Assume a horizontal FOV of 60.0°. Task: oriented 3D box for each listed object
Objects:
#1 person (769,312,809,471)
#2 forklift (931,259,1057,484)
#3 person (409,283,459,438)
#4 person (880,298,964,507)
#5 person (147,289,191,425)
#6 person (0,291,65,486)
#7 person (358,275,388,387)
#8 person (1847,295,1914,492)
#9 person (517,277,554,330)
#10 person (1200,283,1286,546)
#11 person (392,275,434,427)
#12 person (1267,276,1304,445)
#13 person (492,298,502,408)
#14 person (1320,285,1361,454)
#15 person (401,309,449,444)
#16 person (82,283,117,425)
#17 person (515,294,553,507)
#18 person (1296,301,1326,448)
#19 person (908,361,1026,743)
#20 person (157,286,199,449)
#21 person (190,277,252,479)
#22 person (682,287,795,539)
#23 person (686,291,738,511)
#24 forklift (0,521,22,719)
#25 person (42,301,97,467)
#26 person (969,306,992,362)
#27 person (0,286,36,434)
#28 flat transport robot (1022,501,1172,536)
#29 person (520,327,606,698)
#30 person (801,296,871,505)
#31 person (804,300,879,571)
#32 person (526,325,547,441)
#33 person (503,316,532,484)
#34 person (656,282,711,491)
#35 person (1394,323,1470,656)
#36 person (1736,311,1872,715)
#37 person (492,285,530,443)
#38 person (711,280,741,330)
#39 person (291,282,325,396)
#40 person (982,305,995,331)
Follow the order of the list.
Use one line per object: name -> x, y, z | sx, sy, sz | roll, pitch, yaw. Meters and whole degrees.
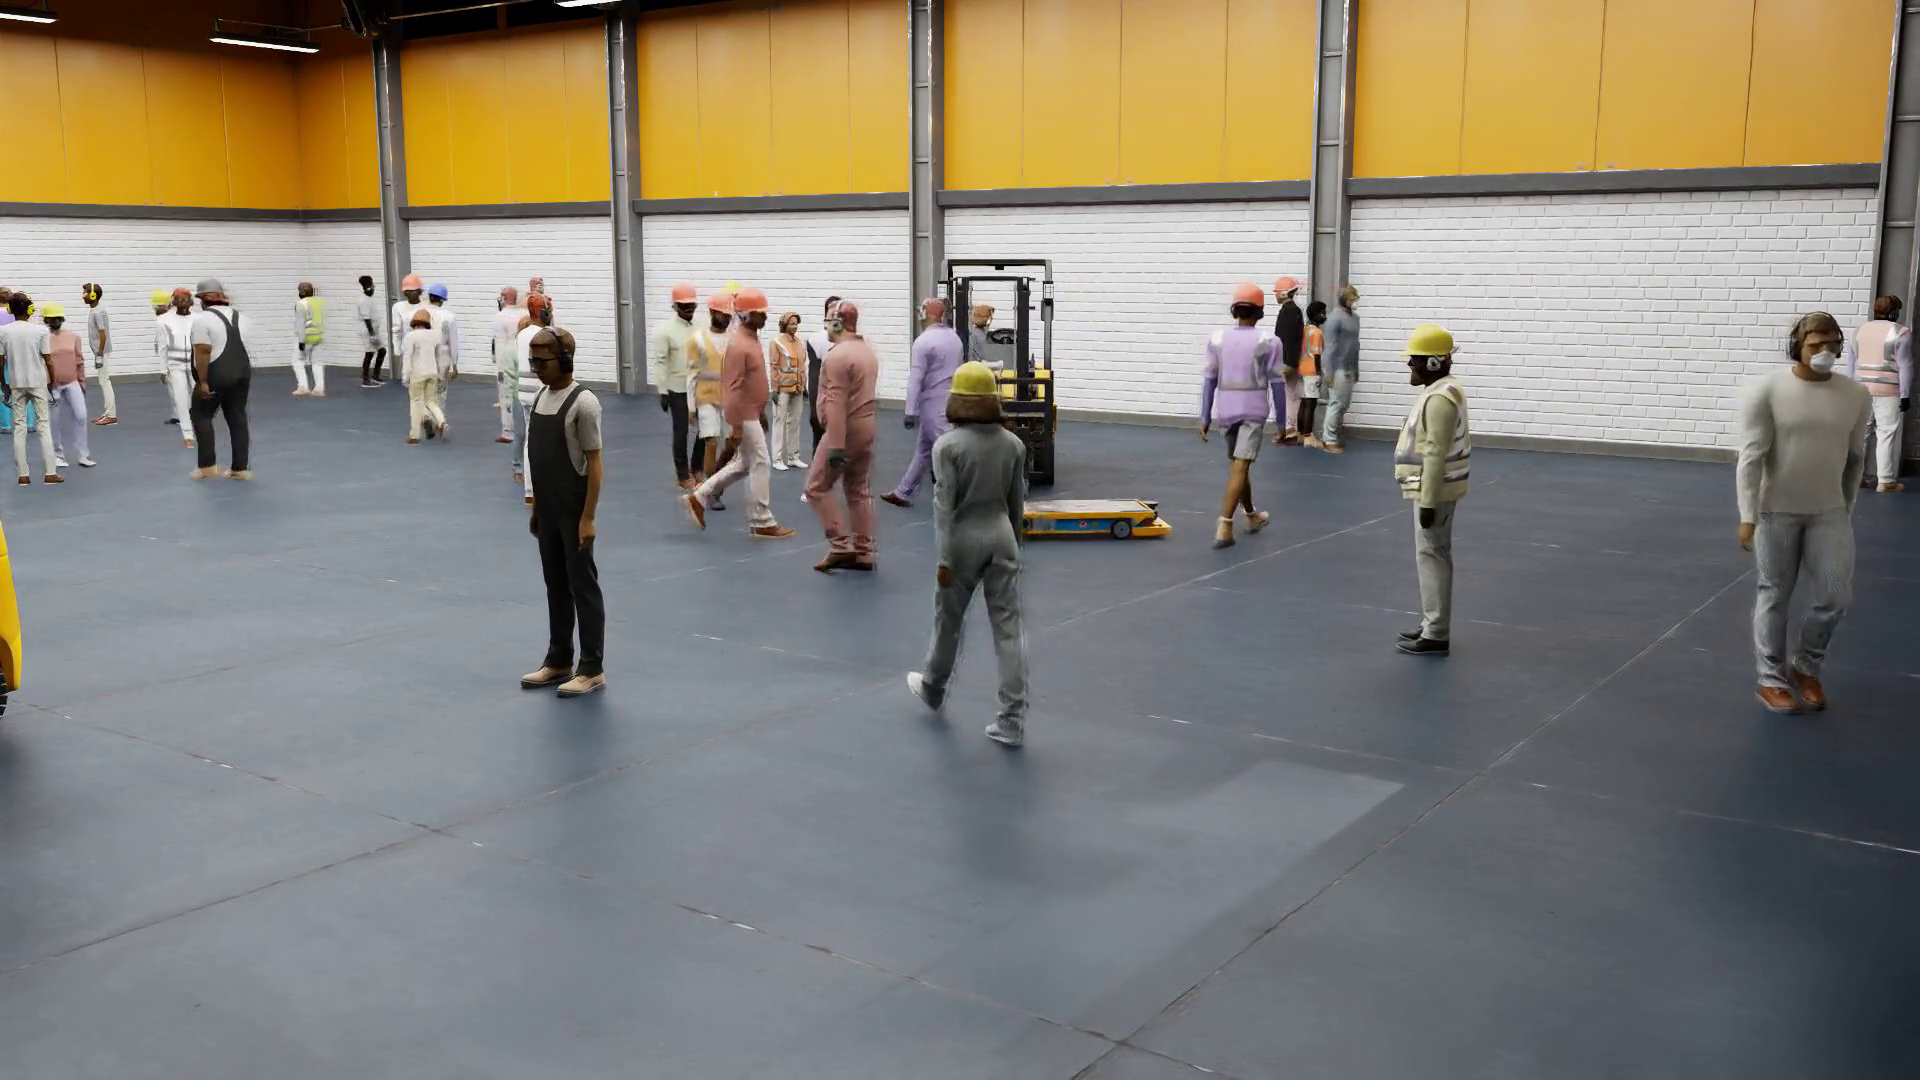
person -> -1.773, -1.544, 17.254 | 0.310, 1.638, 0.523 | 8, 12, 38
forklift -> 0.370, -1.738, 16.759 | 1.214, 2.155, 2.313 | 1, 10, 3
person -> -6.477, -2.199, 20.408 | 0.625, 1.899, 0.883 | -2, 10, -11
person -> -0.247, -1.163, 14.372 | 1.026, 1.842, 0.664 | 5, 11, 27
person -> -10.355, -2.380, 21.793 | 0.447, 1.793, 0.629 | -3, 10, -16
person -> -8.978, -1.456, 16.039 | 0.513, 1.872, 0.328 | -3, 10, -15
person -> -10.061, -3.550, 28.393 | 0.456, 1.914, 0.712 | 0, 10, 1
person -> 8.666, -1.377, 15.654 | 0.430, 1.845, 0.619 | -5, 11, -27
person -> -6.641, -3.176, 26.191 | 0.643, 1.905, 0.399 | 4, 10, 24
person -> 2.200, -0.971, 12.803 | 0.628, 1.987, 1.077 | 6, 11, 33
person -> -7.150, -2.507, 21.996 | 0.623, 1.996, 1.048 | 1, 10, 4
person -> 3.828, -2.097, 19.525 | 0.471, 1.976, 0.656 | 5, 11, 28
person -> -6.511, -2.714, 24.165 | 0.826, 1.667, 0.531 | 6, 11, 31
person -> 4.254, -1.912, 18.701 | 0.536, 1.904, 0.695 | 7, 12, 36
person -> -6.286, -1.923, 19.595 | 0.538, 1.605, 0.560 | 7, 12, 36
person -> -11.375, -2.448, 21.964 | 0.328, 1.869, 0.517 | -5, 11, -27
person -> -3.661, -1.199, 14.494 | 0.349, 1.879, 0.578 | -7, 12, -36
person -> 4.094, -1.923, 19.329 | 0.321, 1.698, 0.537 | -1, 10, -3
person -> 0.053, 0.035, 7.641 | 0.505, 1.693, 0.901 | -5, 11, -26
person -> -8.919, -1.982, 19.185 | 0.583, 1.871, 0.432 | -5, 11, -27
person -> -7.342, -1.612, 16.462 | 0.650, 2.000, 0.701 | 4, 10, 25
person -> -1.741, -0.976, 12.893 | 0.821, 1.967, 0.617 | 0, 10, 0
person -> -2.146, -1.228, 14.585 | 0.581, 1.911, 0.633 | -4, 10, -24
forklift -> -5.296, -0.090, 6.943 | 1.214, 2.155, 2.313 | 7, 12, 35
person -> -9.317, -1.603, 17.287 | 0.738, 1.734, 0.543 | 8, 12, 40
person -> 0.212, -2.062, 20.414 | 0.440, 1.621, 0.500 | 6, 11, 30
person -> -11.873, -2.238, 20.770 | 0.564, 1.846, 0.390 | -7, 12, -37
flat transport robot -> 0.907, -0.175, 13.164 | 1.431, 0.197, 0.652 | -1, 10, -5
person -> -1.980, -0.140, 8.297 | 0.505, 1.840, 0.346 | 8, 13, 40
person -> -1.058, -1.197, 14.565 | 0.611, 1.866, 1.017 | -6, 11, -32
person -> -0.837, -0.708, 11.532 | 0.517, 1.886, 0.669 | 4, 10, 20
person -> -4.328, -1.546, 17.318 | 0.549, 1.607, 0.728 | -8, 12, -39
person -> -4.194, -1.368, 16.222 | 0.507, 1.631, 0.268 | -6, 11, -32
person -> -2.532, -1.420, 15.553 | 0.665, 1.967, 0.492 | -7, 12, -34
person -> 2.595, -0.277, 9.174 | 0.403, 1.823, 0.596 | 3, 10, 17
person -> 3.977, -0.111, 7.870 | 0.636, 1.923, 0.443 | 1, 10, 5
person -> -5.178, -2.058, 19.625 | 0.798, 1.880, 0.654 | 6, 11, 32
person -> -2.997, -2.473, 21.966 | 0.596, 1.910, 0.411 | -1, 10, -5
person -> -10.469, -3.199, 26.575 | 0.612, 1.816, 0.654 | 2, 10, 14
person -> 0.339, -2.166, 21.083 | 0.859, 1.590, 0.528 | 5, 11, 28
